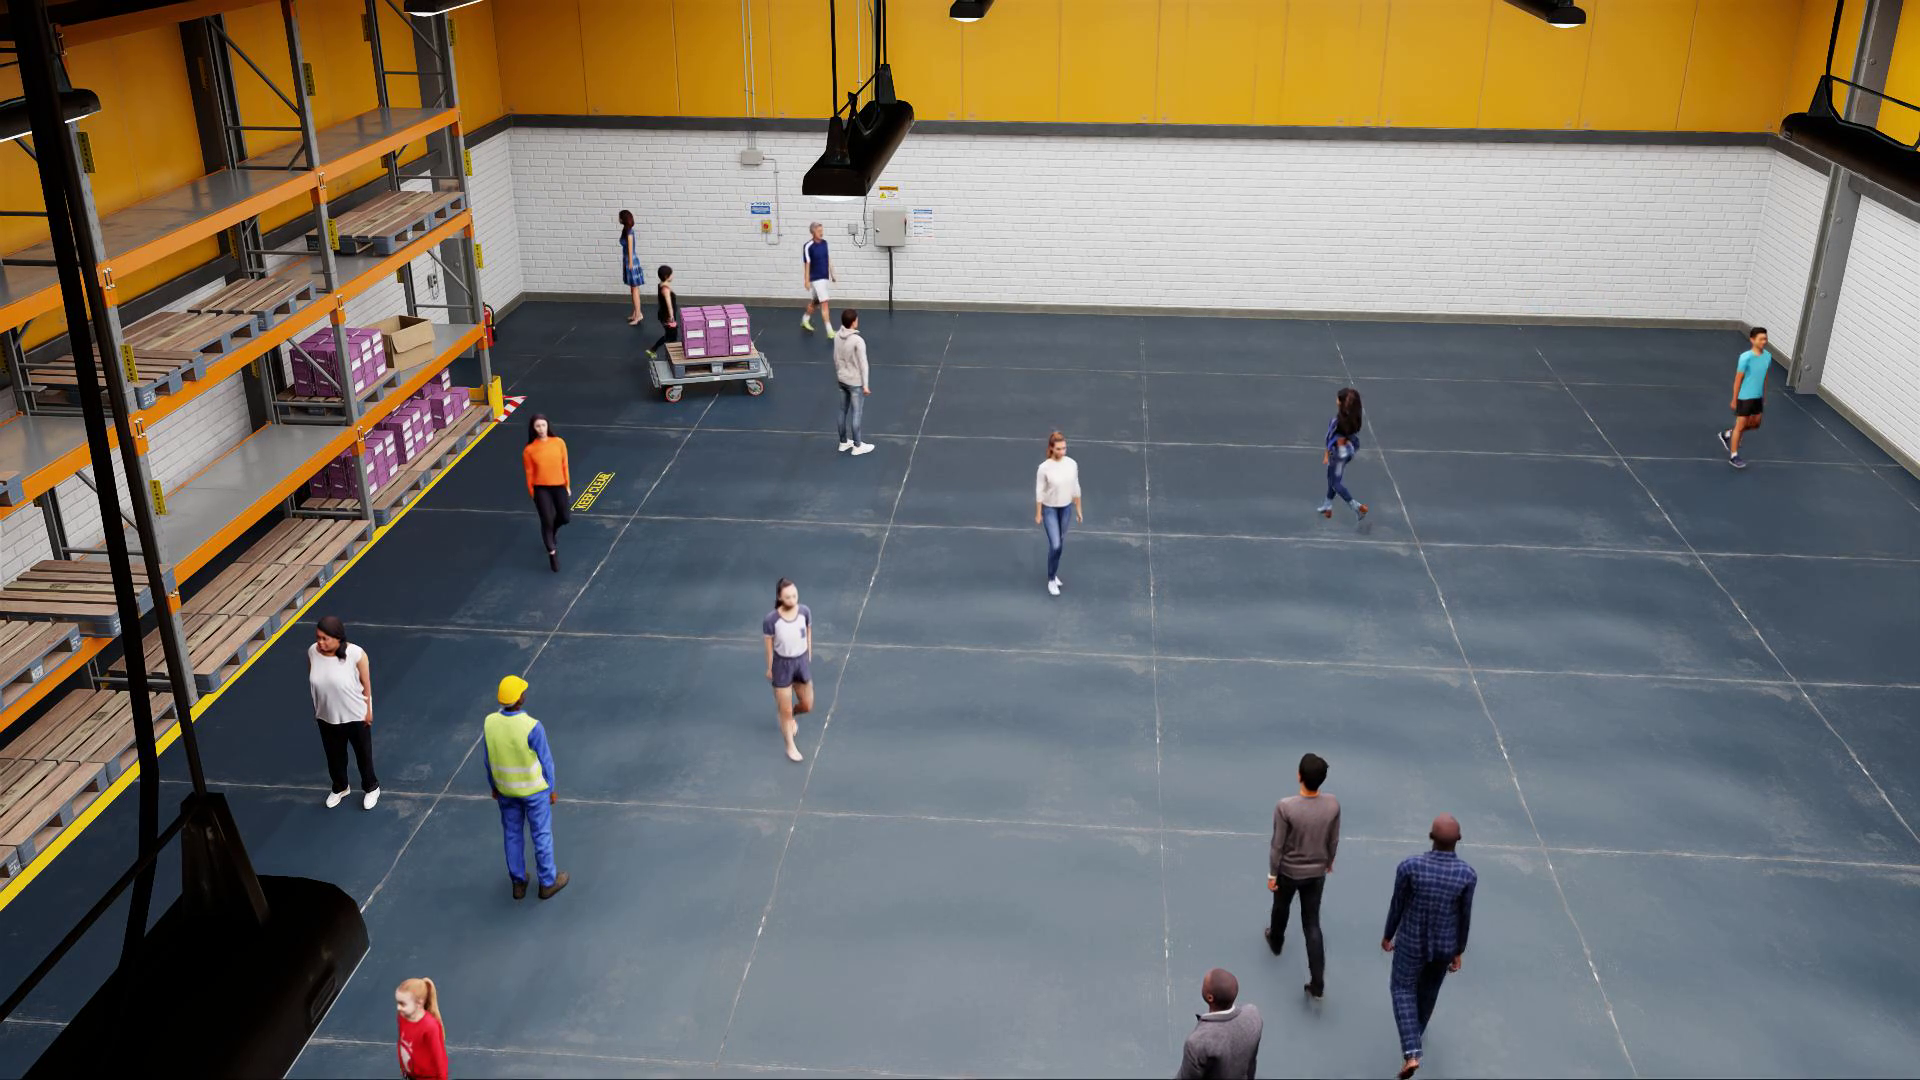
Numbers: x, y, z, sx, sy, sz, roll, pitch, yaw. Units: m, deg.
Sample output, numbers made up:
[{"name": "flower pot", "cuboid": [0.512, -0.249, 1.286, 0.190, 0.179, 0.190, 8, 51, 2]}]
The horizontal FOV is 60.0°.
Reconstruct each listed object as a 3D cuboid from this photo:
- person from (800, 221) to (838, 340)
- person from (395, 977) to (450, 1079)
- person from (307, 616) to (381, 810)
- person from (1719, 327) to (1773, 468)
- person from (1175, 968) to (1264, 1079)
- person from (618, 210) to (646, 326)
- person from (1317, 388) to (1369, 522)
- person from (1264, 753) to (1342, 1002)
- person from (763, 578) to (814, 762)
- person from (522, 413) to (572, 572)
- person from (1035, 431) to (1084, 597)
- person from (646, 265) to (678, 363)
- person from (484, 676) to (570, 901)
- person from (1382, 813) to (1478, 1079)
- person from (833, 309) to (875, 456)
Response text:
[{"name": "person", "cuboid": [-2.236, -4.015, 25.617, 1.050, 1.796, 1.187, 14, 27, 29]}, {"name": "person", "cuboid": [-3.142, 3.136, 9.914, 0.605, 1.270, 0.668, 13, 27, 28]}, {"name": "person", "cuboid": [-4.982, 1.378, 13.414, 0.655, 1.687, 0.594, 3, 24, 7]}, {"name": "person", "cuboid": [9.683, -1.792, 20.568, 0.807, 1.767, 0.907, -8, 25, -18]}, {"name": "person", "cuboid": [1.432, 3.147, 9.209, 0.789, 1.815, 0.794, -12, 26, -26]}, {"name": "person", "cuboid": [-5.214, -4.324, 26.313, 0.807, 1.805, 0.657, -7, 25, -16]}, {"name": "person", "cuboid": [4.355, -0.928, 18.797, 0.980, 1.601, 1.051, -18, 29, -35]}, {"name": "person", "cuboid": [2.346, 2.301, 11.250, 0.830, 1.730, 1.194, -1, 24, -3]}, {"name": "person", "cuboid": [-1.492, 1.072, 14.176, 0.793, 1.638, 0.869, -13, 27, -27]}, {"name": "person", "cuboid": [-4.407, -0.548, 17.760, 0.863, 1.737, 0.960, -12, 26, -26]}, {"name": "person", "cuboid": [0.971, -0.324, 17.283, 0.795, 1.706, 0.875, -11, 26, -24]}, {"name": "person", "cuboid": [-4.307, -3.217, 24.112, 0.792, 1.539, 0.800, -10, 26, -22]}, {"name": "person", "cuboid": [-3.235, 1.815, 12.260, 0.673, 1.812, 0.562, 3, 24, 7]}, {"name": "person", "cuboid": [2.962, 2.579, 10.530, 0.647, 1.797, 1.013, 2, 24, 4]}, {"name": "person", "cuboid": [-1.392, -2.003, 20.943, 0.759, 1.852, 0.783, 19, 30, 36]}]
